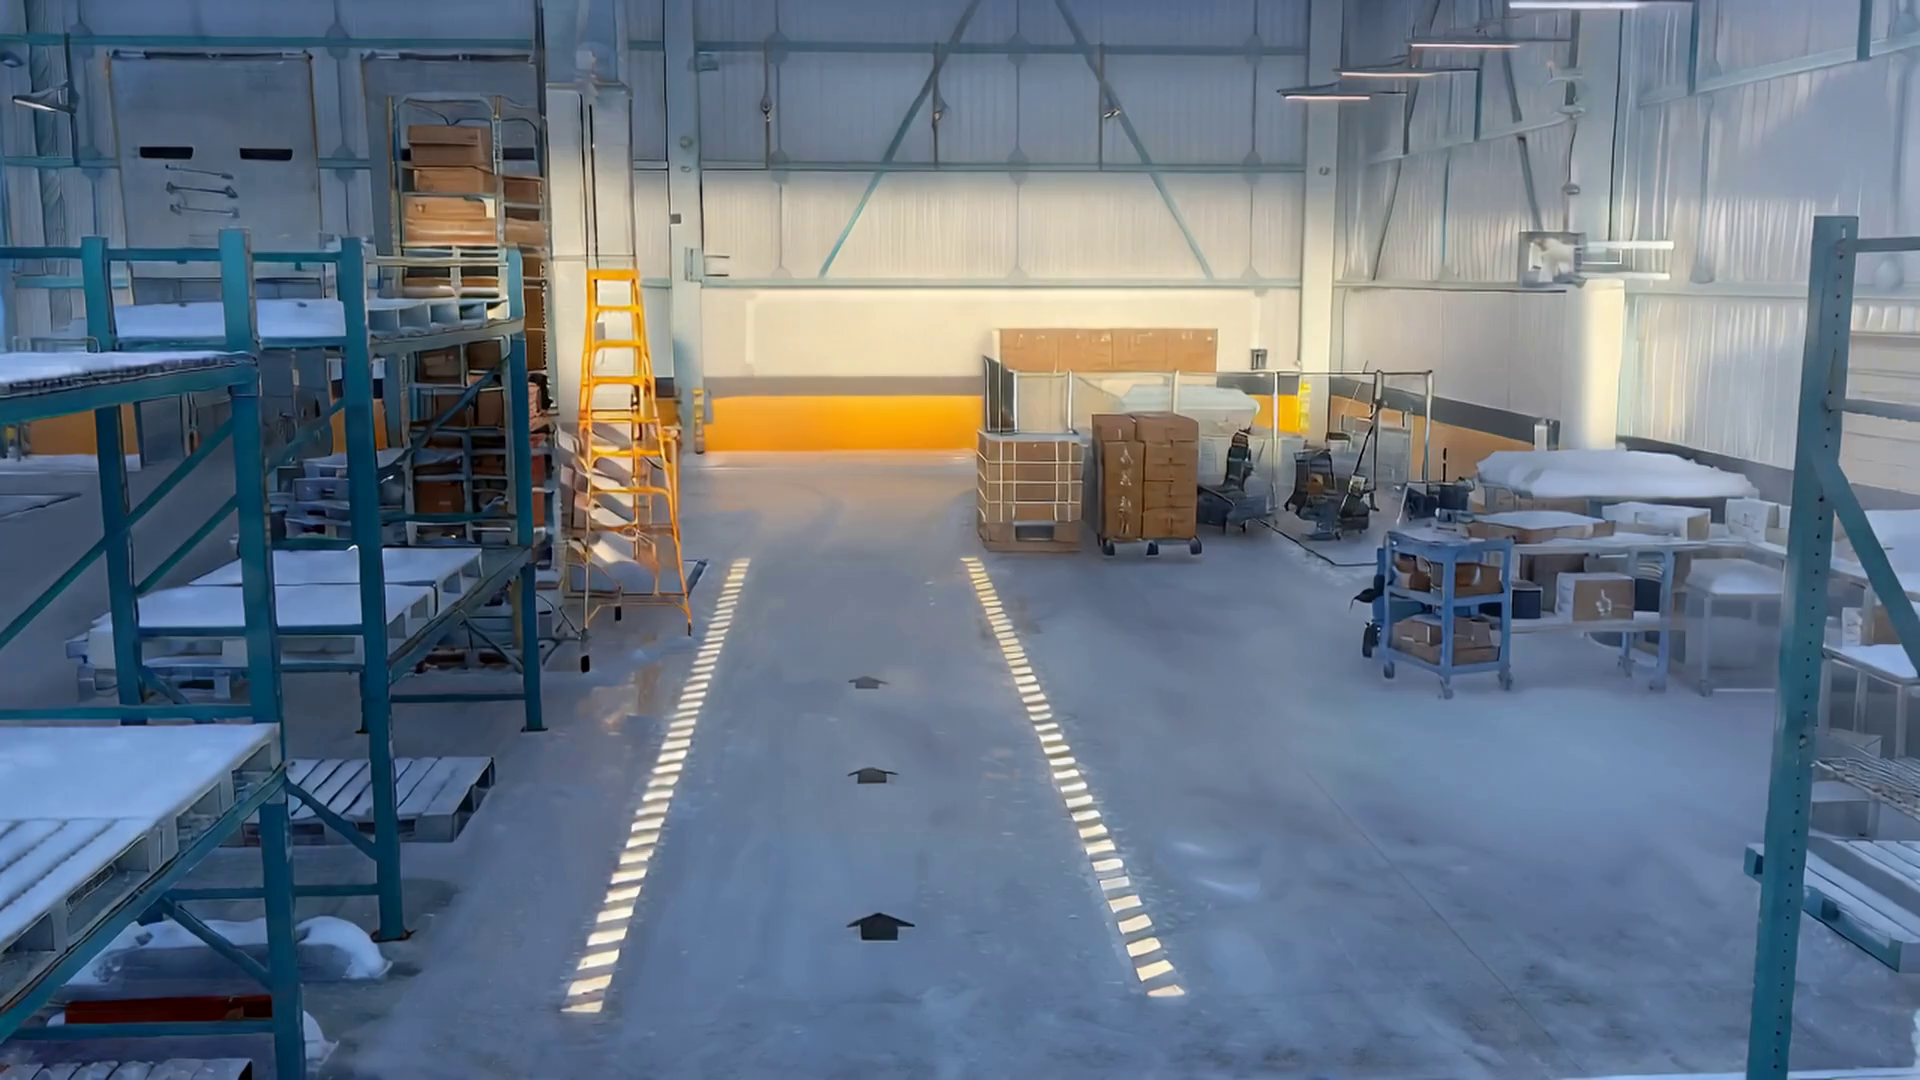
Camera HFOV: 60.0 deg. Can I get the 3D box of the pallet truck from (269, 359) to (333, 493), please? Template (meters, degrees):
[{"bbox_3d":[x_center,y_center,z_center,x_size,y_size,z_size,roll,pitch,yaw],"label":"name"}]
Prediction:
[{"bbox_3d":[-7.062,-1.131,18.996,1.885,1.965,0.823,2,9,13],"label":"pallet truck"}]
